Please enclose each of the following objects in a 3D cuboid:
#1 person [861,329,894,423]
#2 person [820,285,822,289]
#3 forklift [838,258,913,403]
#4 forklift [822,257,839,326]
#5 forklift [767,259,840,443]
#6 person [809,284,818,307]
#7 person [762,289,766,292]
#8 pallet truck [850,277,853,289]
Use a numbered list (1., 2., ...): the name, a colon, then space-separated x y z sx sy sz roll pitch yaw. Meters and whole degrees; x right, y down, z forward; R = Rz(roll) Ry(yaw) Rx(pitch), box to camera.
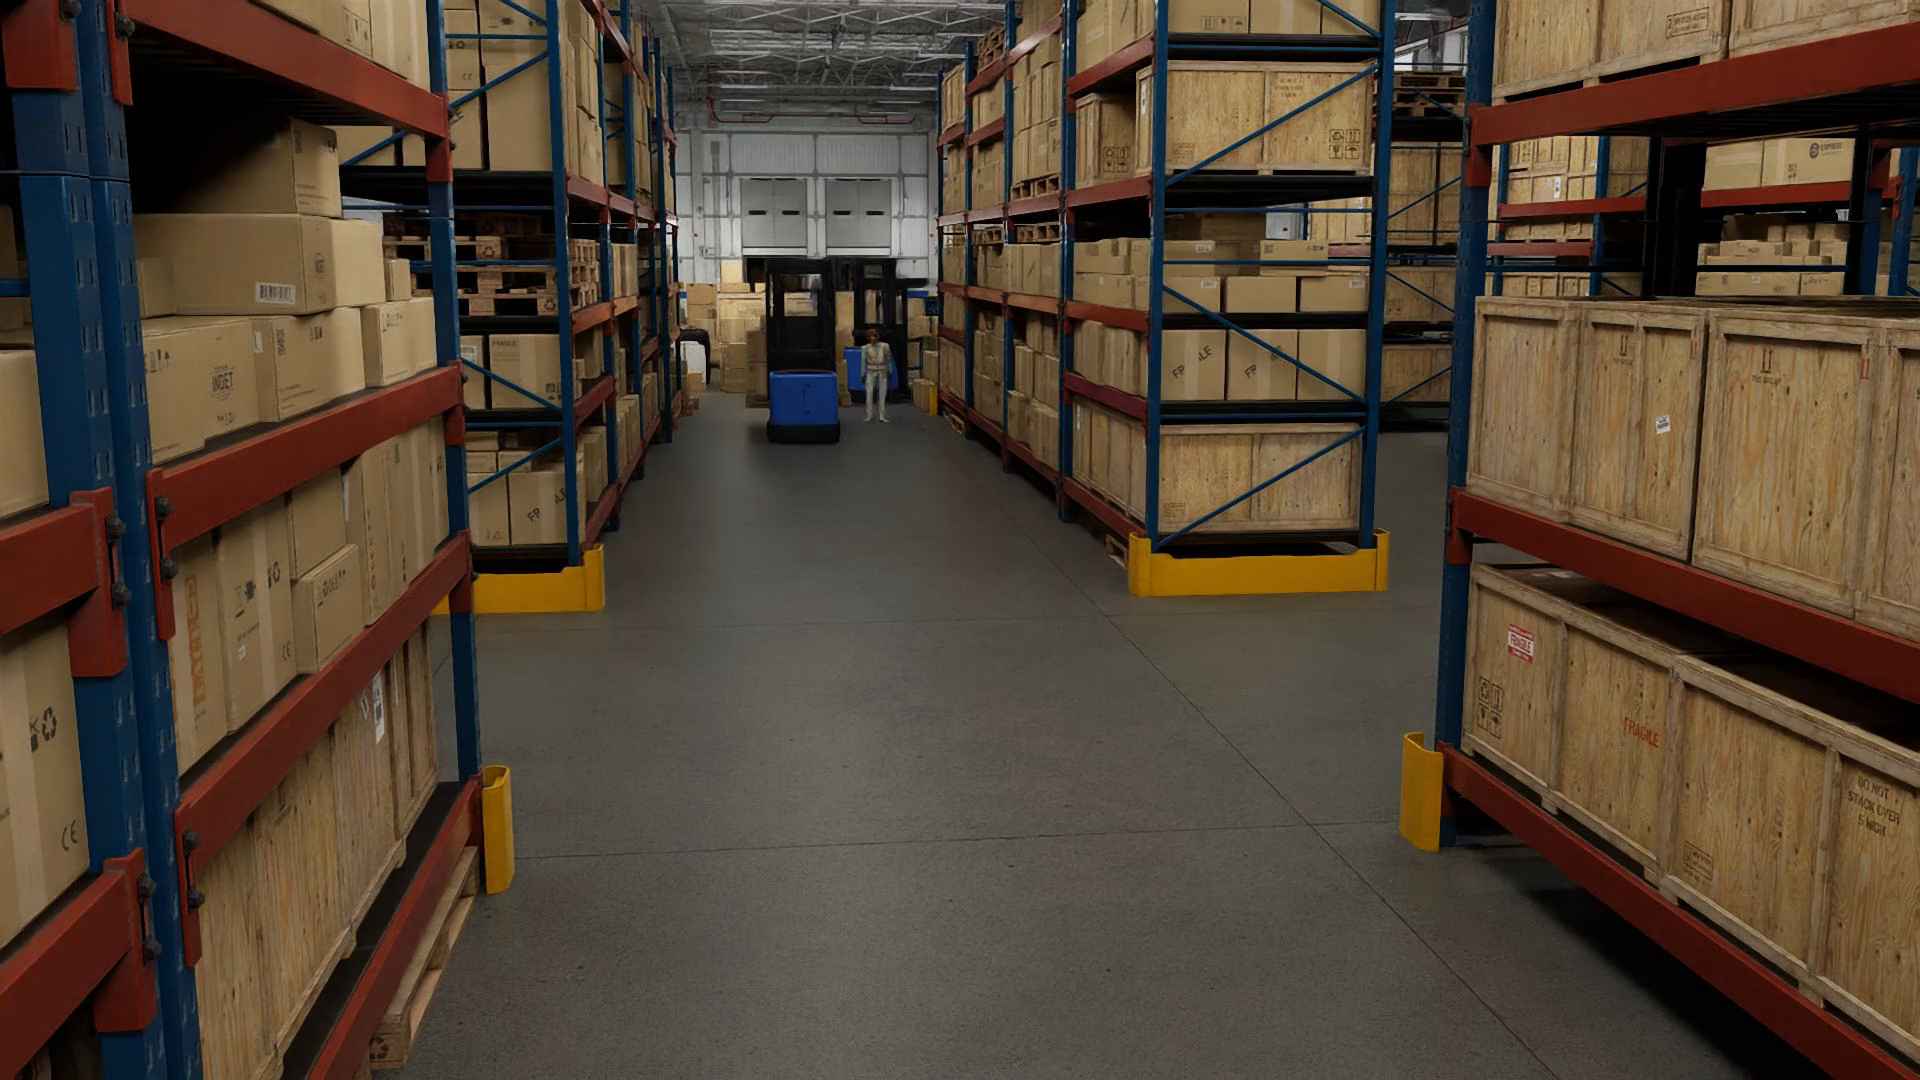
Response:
1. person: -1.429 -2.821 28.691 0.569 1.622 0.349 0 10 -2
2. person: -4.381 -7.337 54.029 0.376 1.937 0.629 -7 12 -34
3. forklift: -1.680 -4.096 32.413 1.129 2.768 1.873 8 12 37
4. forklift: -3.645 -6.721 47.695 1.873 2.768 1.129 1 10 8
5. forklift: -2.469 -2.986 25.947 1.129 2.768 1.873 -1 10 -7
6. person: -4.770 -7.592 55.566 0.535 1.922 0.558 4 11 22
7. person: -5.366 -5.943 45.902 0.370 1.941 0.627 0 10 2
8. pallet truck: -3.782 -9.391 65.808 1.885 1.965 0.823 2 10 10
